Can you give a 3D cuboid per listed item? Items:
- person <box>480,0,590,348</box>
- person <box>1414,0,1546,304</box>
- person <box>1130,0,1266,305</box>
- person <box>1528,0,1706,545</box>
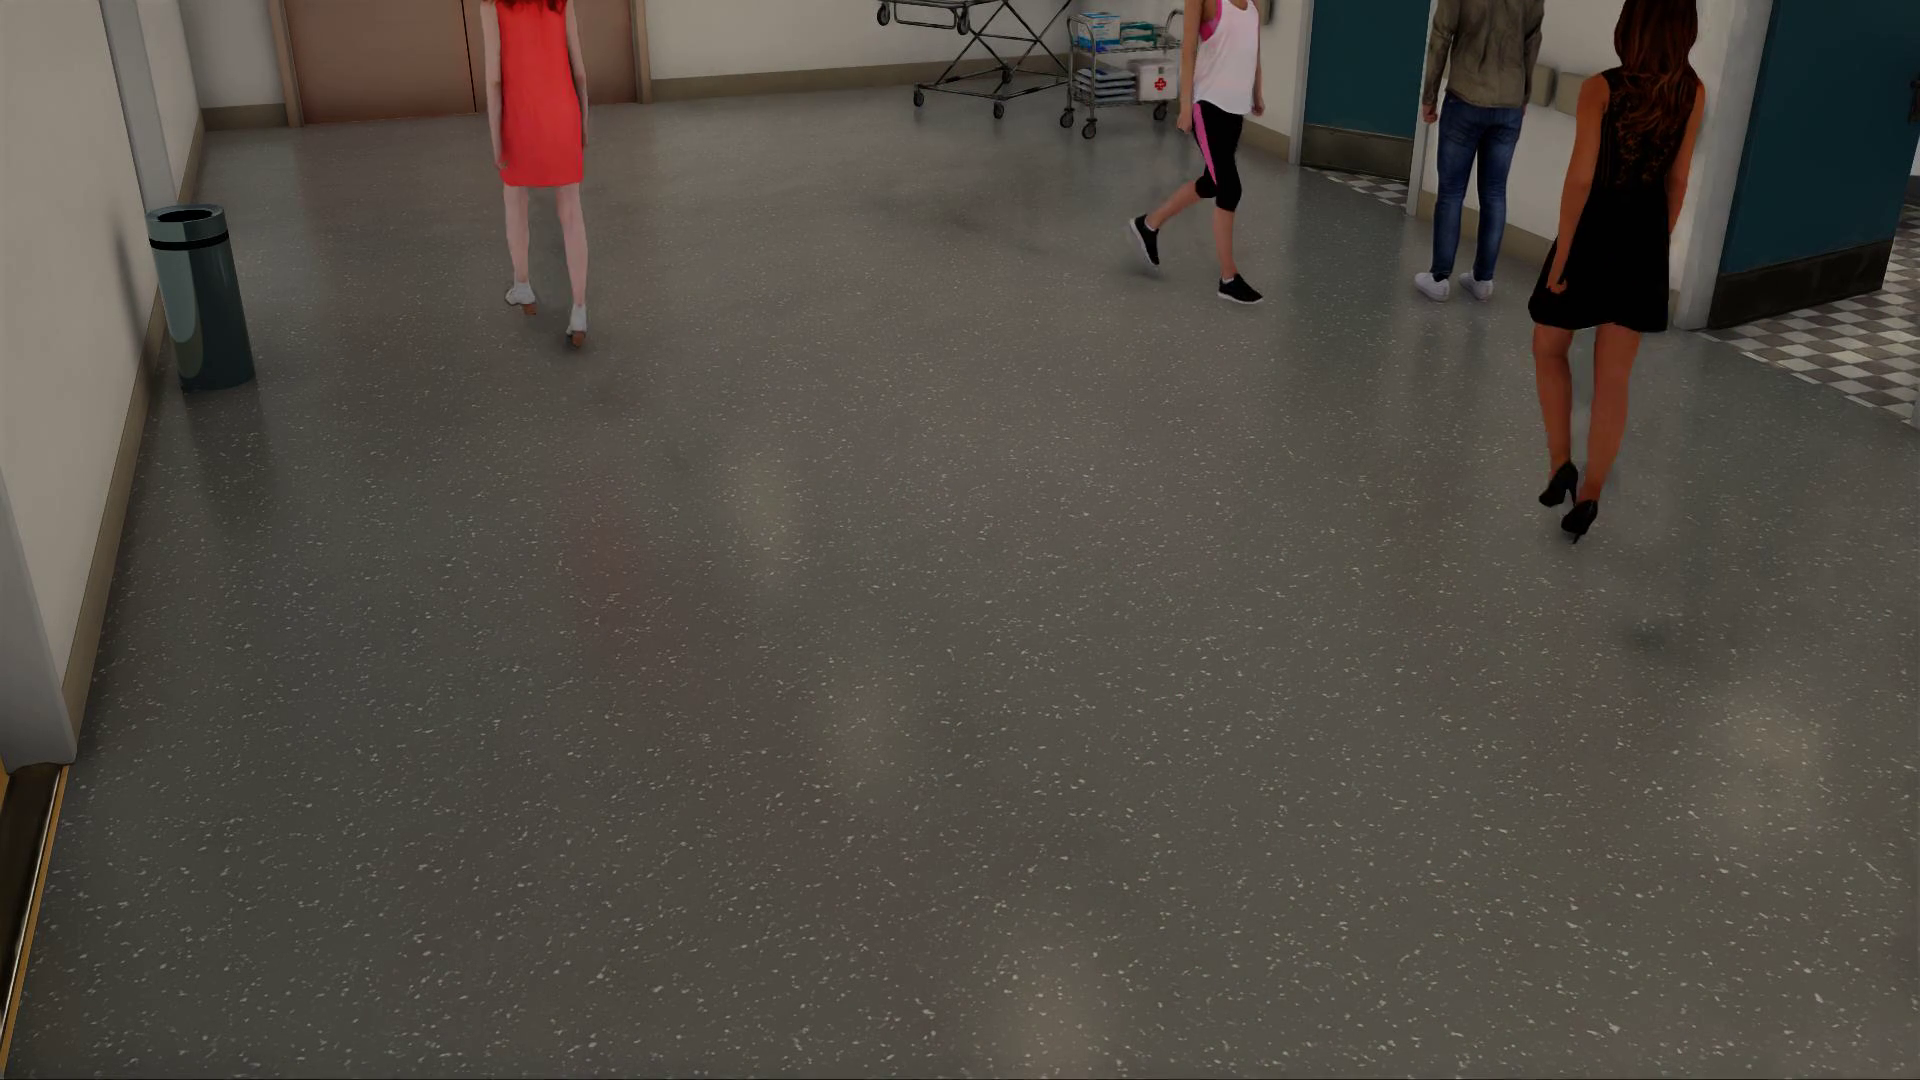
[{"bbox_3d":[-1.762,-1.701,7.105,0.693,1.799,0.974,-13,29,-25],"label":"person"},{"bbox_3d":[2.430,-2.031,7.715,0.754,1.864,0.702,-1,26,-2],"label":"person"},{"bbox_3d":[1.147,-2.026,7.824,0.917,1.761,1.177,-23,34,-39],"label":"person"},{"bbox_3d":[2.097,-0.827,5.266,0.670,1.822,0.725,-2,26,-3],"label":"person"}]
